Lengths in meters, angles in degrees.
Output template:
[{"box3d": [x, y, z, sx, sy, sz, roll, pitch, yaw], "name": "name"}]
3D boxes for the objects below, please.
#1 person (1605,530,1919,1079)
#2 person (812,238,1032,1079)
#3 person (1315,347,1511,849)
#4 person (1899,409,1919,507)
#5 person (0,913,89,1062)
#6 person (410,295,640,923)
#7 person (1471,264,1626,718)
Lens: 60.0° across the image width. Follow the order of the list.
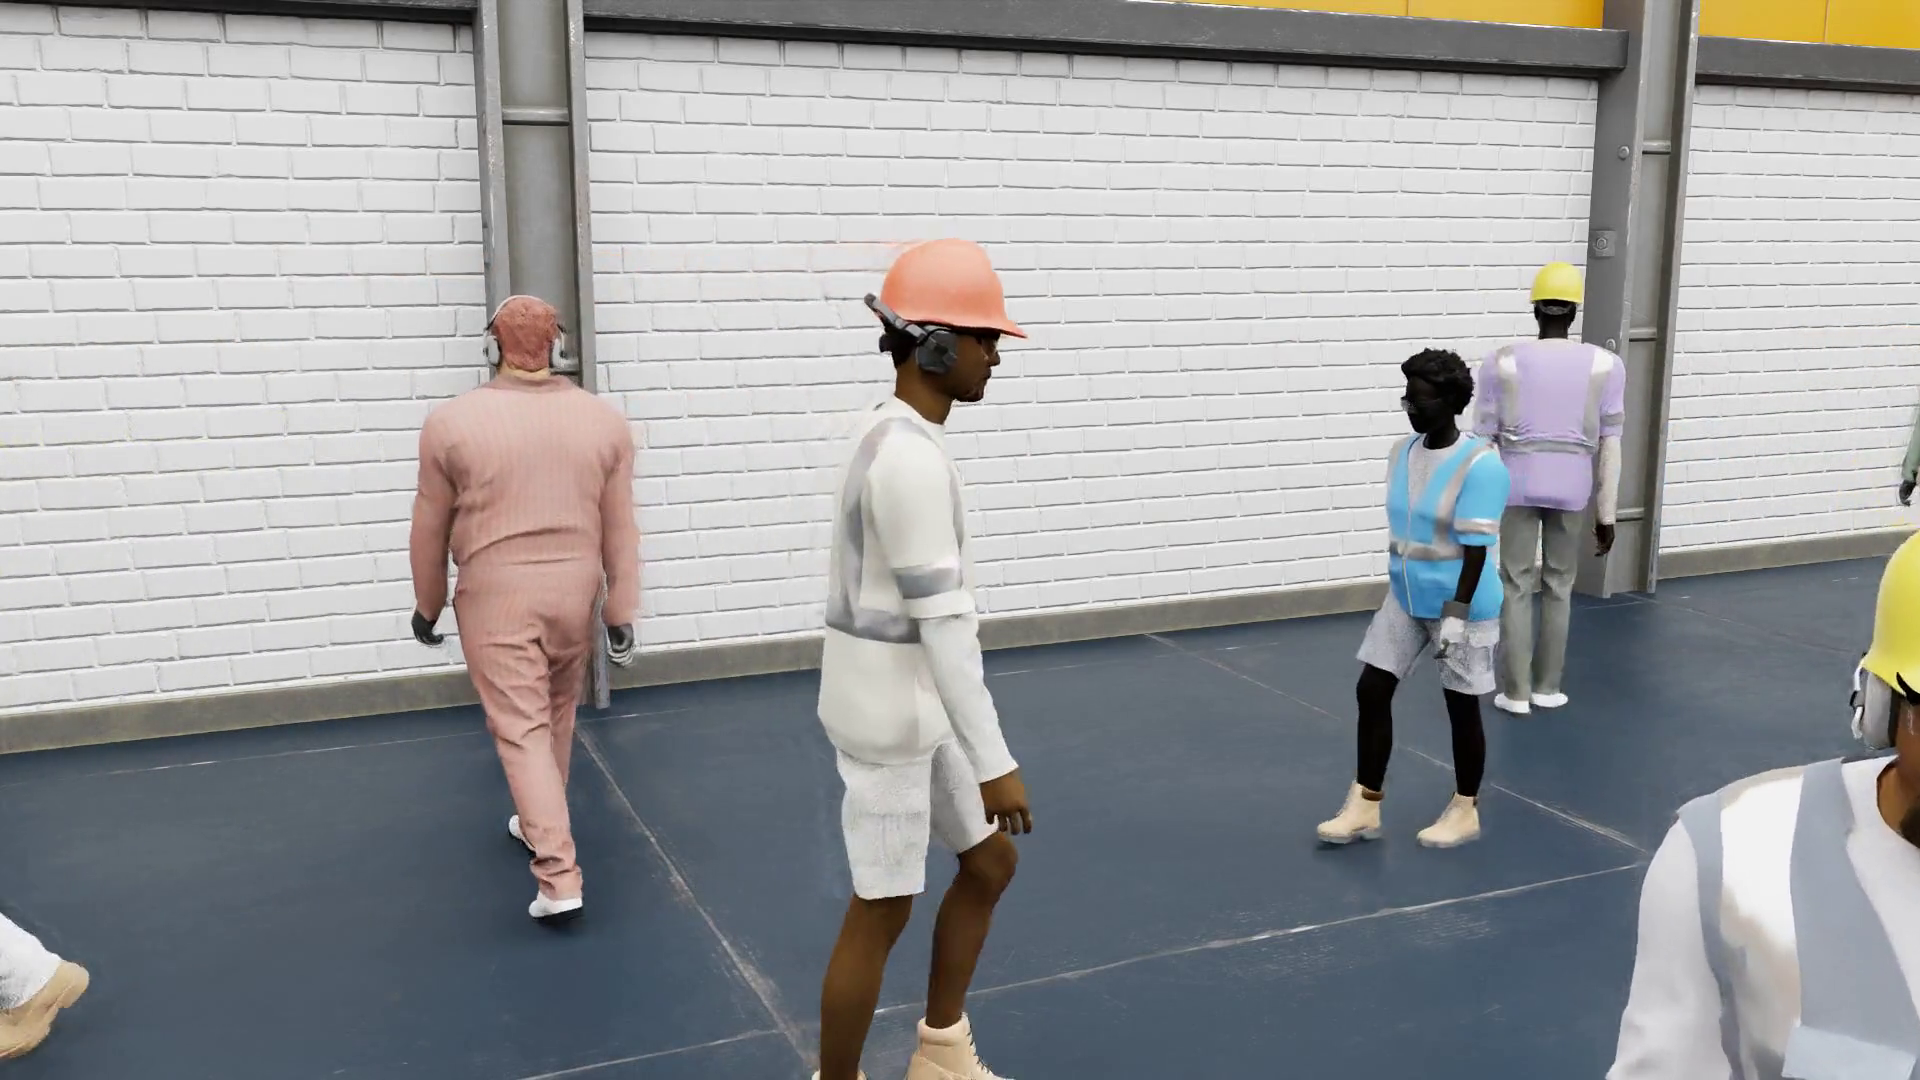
[{"box3d": [0.995, 0.826, 1.771, 0.613, 1.788, 0.938, 5, 12, 27], "name": "person"}, {"box3d": [-0.039, 0.381, 3.564, 0.700, 2.016, 0.623, 0, 10, 0], "name": "person"}, {"box3d": [1.477, 0.222, 5.393, 0.688, 1.672, 0.542, -6, 12, -29], "name": "person"}, {"box3d": [4.858, -0.246, 8.099, 0.386, 1.619, 0.560, -5, 11, -24], "name": "person"}, {"box3d": [-2.592, 0.441, 3.830, 0.924, 1.809, 0.629, -10, 14, -42], "name": "person"}, {"box3d": [-1.317, 0.189, 5.085, 0.641, 1.863, 0.978, -7, 13, -35], "name": "person"}, {"box3d": [2.447, -0.190, 7.061, 0.663, 1.921, 0.481, 2, 10, 11], "name": "person"}]
